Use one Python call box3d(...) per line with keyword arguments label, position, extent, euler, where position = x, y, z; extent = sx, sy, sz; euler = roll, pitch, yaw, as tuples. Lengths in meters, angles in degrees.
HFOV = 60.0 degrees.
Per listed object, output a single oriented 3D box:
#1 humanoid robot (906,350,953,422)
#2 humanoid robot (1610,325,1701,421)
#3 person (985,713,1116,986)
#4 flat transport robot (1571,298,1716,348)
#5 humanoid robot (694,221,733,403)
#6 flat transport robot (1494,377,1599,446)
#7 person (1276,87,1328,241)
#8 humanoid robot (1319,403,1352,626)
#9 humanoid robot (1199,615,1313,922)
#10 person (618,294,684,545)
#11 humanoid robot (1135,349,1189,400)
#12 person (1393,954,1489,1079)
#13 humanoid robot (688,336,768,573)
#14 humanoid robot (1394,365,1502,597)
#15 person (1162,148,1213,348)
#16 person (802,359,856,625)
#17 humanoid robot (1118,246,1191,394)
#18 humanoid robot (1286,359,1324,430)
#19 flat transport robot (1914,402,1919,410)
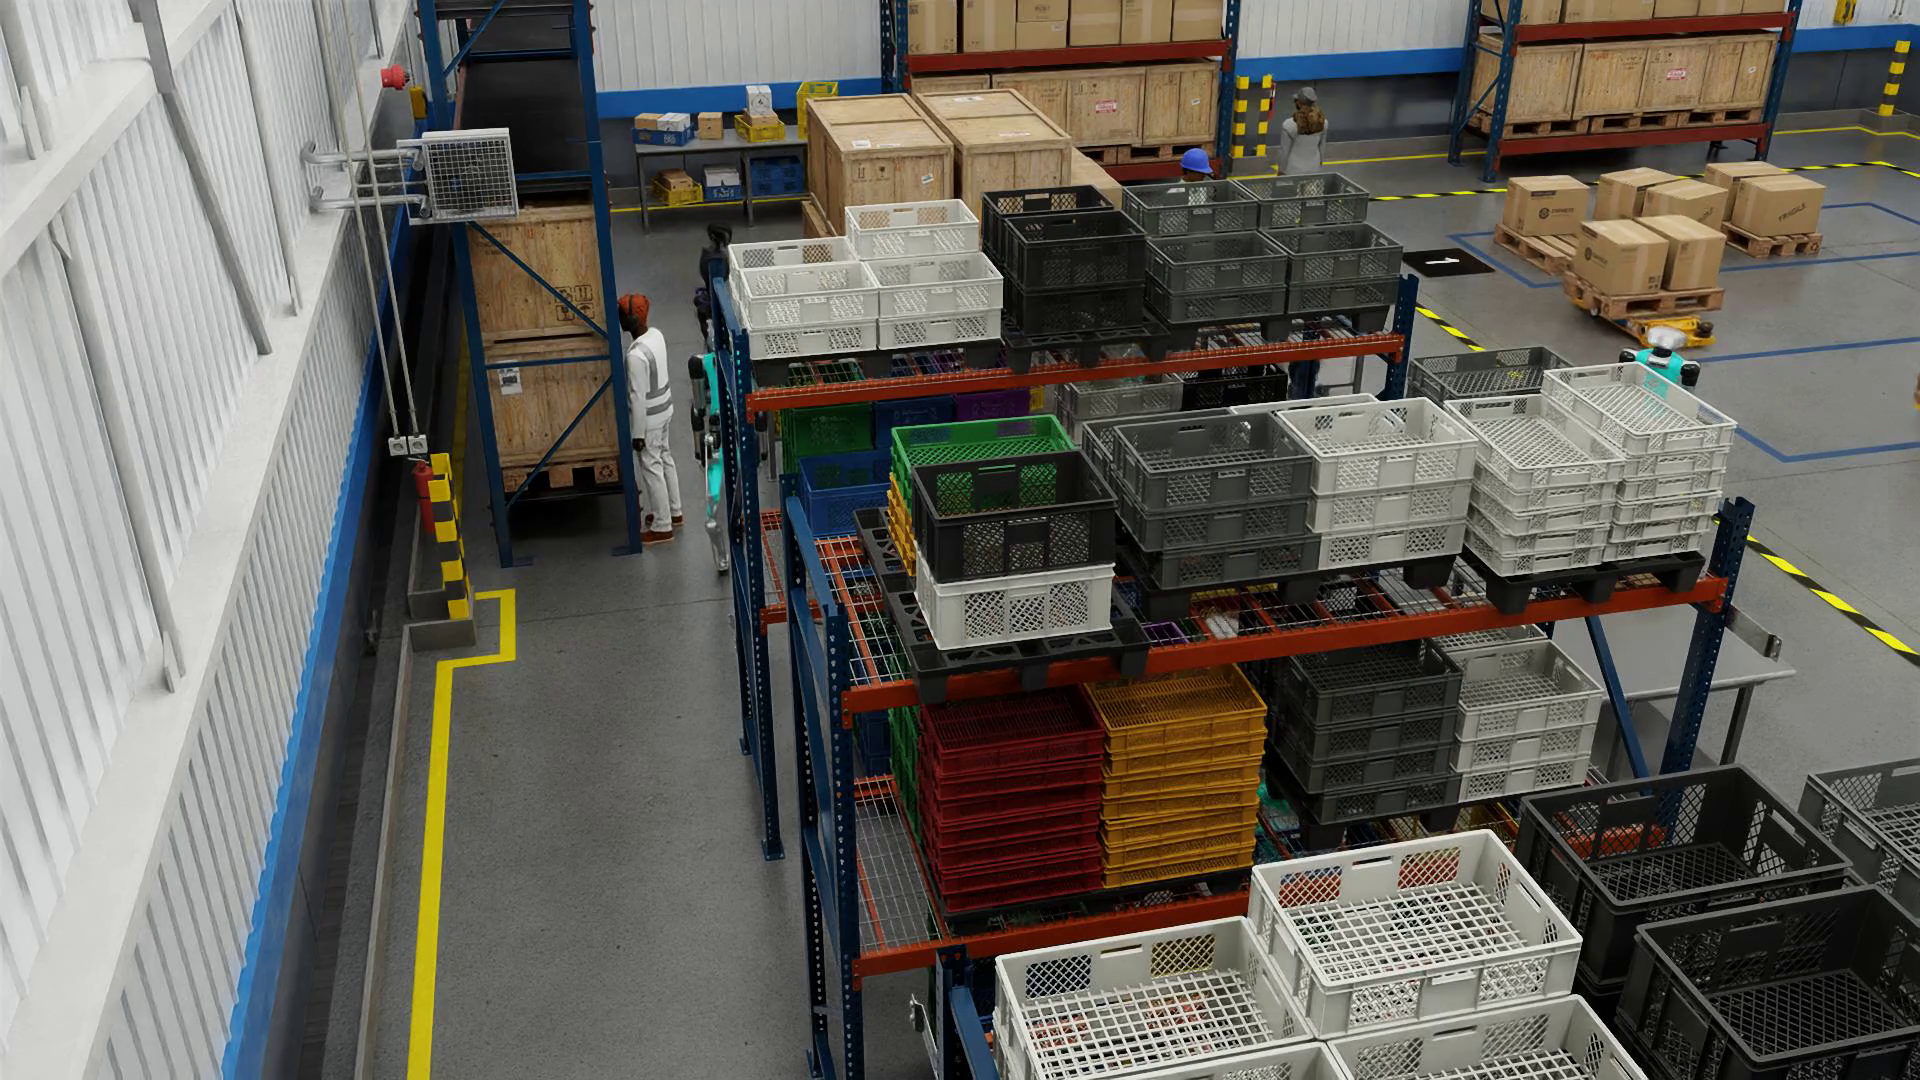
box3d(label="humanoid robot", position=(-0.220, -0.827, 12.114), extent=(0.363, 1.642, 0.608), euler=(9, 29, 16))
box3d(label="humanoid robot", position=(4.892, -0.780, 11.809), extent=(0.533, 1.675, 0.735), euler=(16, 32, 27))
box3d(label="person", position=(0.373, 1.419, 7.729), extent=(0.868, 1.783, 0.644), euler=(-15, 31, -27))
box3d(label="flat transport robot", position=(6.650, -2.212, 16.214), extent=(0.652, 0.197, 1.431), euler=(-6, 28, -12))
box3d(label="humanoid robot", position=(-2.118, -1.938, 14.220), extent=(0.413, 1.633, 0.608), euler=(-8, 29, -15))
box3d(label="flat transport robot", position=(4.780, -1.036, 14.013), extent=(0.659, 0.231, 1.431), euler=(-6, 28, -12))
box3d(label="person", position=(3.704, -4.026, 18.074), extent=(0.569, 1.769, 0.397), euler=(-10, 29, -19))
box3d(label="humanoid robot", position=(2.404, -0.110, 10.745), extent=(0.507, 1.646, 0.592), euler=(-4, 28, -7))
box3d(label="humanoid robot", position=(1.592, 1.197, 8.218), extent=(0.937, 1.747, 0.561), euler=(3, 28, 6))
box3d(label="person", position=(-2.241, -0.882, 11.995), extent=(0.339, 1.878, 0.569), euler=(4, 28, 7))
box3d(label="humanoid robot", position=(1.180, -0.818, 12.038), extent=(0.961, 1.768, 0.531), euler=(-15, 31, -26))
box3d(label="person", position=(1.672, 2.203, 6.047), extent=(0.365, 1.964, 0.609), euler=(-10, 29, -18))
box3d(label="humanoid robot", position=(-1.596, -0.552, 11.436), extent=(0.531, 1.712, 0.717), euler=(0, 28, 0))
box3d(label="humanoid robot", position=(3.476, -0.286, 11.063), extent=(0.940, 1.767, 0.530), euler=(7, 29, 13))
box3d(label="person", position=(2.061, -2.631, 15.251), extent=(0.412, 1.939, 0.602), euler=(20, 34, 33))
box3d(label="person", position=(-0.881, -0.404, 10.912), extent=(0.377, 2.041, 0.615), euler=(5, 28, 9))
box3d(label="humanoid robot", position=(1.449, -1.490, 13.155), extent=(0.735, 1.677, 0.533), euler=(-11, 30, -19))
box3d(label="humanoid robot", position=(2.331, -0.502, 11.504), extent=(0.597, 1.640, 0.591), euler=(-5, 28, -10))
box3d(label="flat transport robot", position=(8.741, -0.946, 13.811), extent=(0.652, 0.197, 1.431), euler=(-6, 28, -12))
